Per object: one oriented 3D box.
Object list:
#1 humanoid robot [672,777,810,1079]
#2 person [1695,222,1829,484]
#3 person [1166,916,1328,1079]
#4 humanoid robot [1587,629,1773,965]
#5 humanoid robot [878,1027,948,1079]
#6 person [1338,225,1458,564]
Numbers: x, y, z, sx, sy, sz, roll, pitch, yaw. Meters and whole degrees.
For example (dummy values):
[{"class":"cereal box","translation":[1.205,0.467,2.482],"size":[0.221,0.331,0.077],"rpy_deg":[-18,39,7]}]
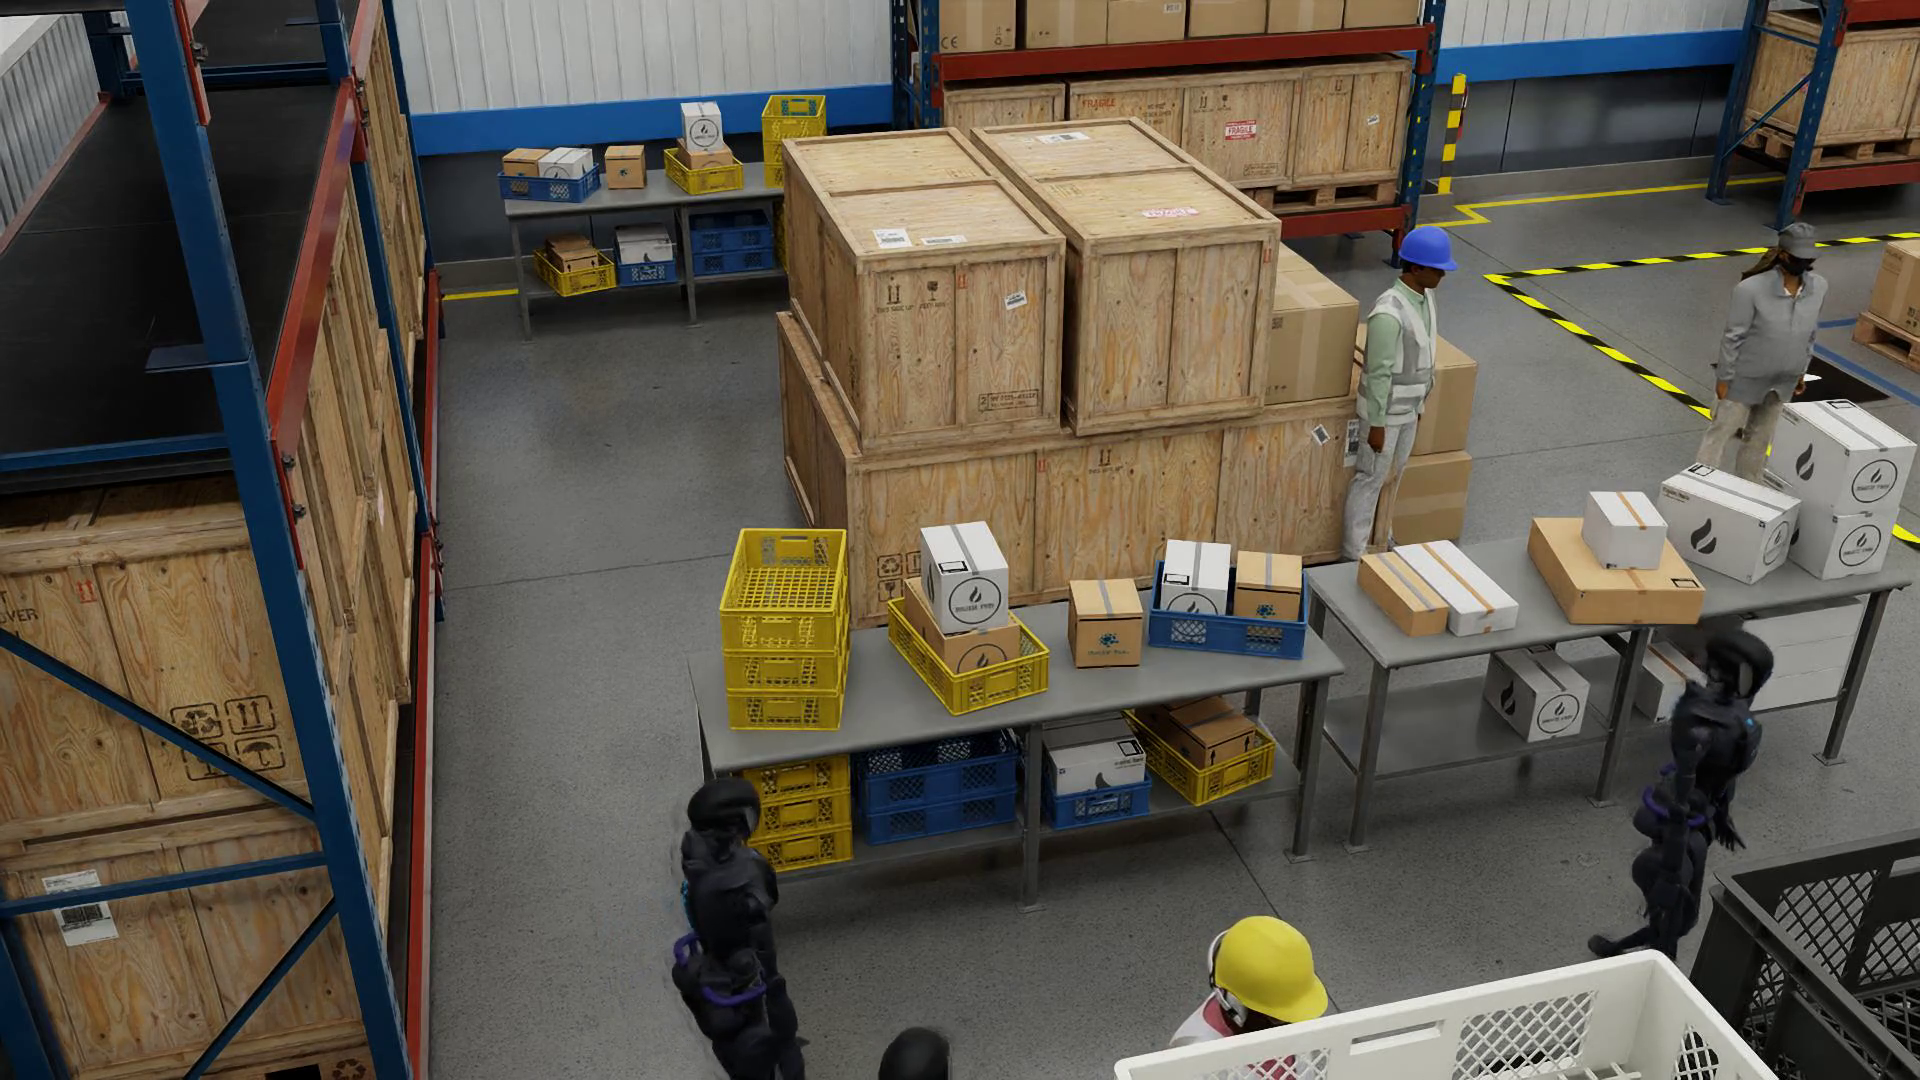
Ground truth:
[{"class":"humanoid robot","translation":[-0.764,1.422,5.103],"size":[0.678,1.634,0.600],"rpy_deg":[-19,34,-30]},{"class":"person","translation":[4.435,-0.912,9.214],"size":[0.567,1.769,0.397],"rpy_deg":[-5,29,-9]},{"class":"person","translation":[0.727,1.708,4.394],"size":[0.404,1.829,0.599],"rpy_deg":[20,35,32]},{"class":"humanoid robot","translation":[2.526,1.021,5.828],"size":[0.480,1.646,0.589],"rpy_deg":[21,35,34]},{"class":"humanoid robot","translation":[-0.169,1.942,4.132],"size":[0.612,1.636,0.480],"rpy_deg":[3,29,6]},{"class":"person","translation":[2.271,-0.700,8.662],"size":[0.411,1.939,0.603],"rpy_deg":[19,34,31]}]
